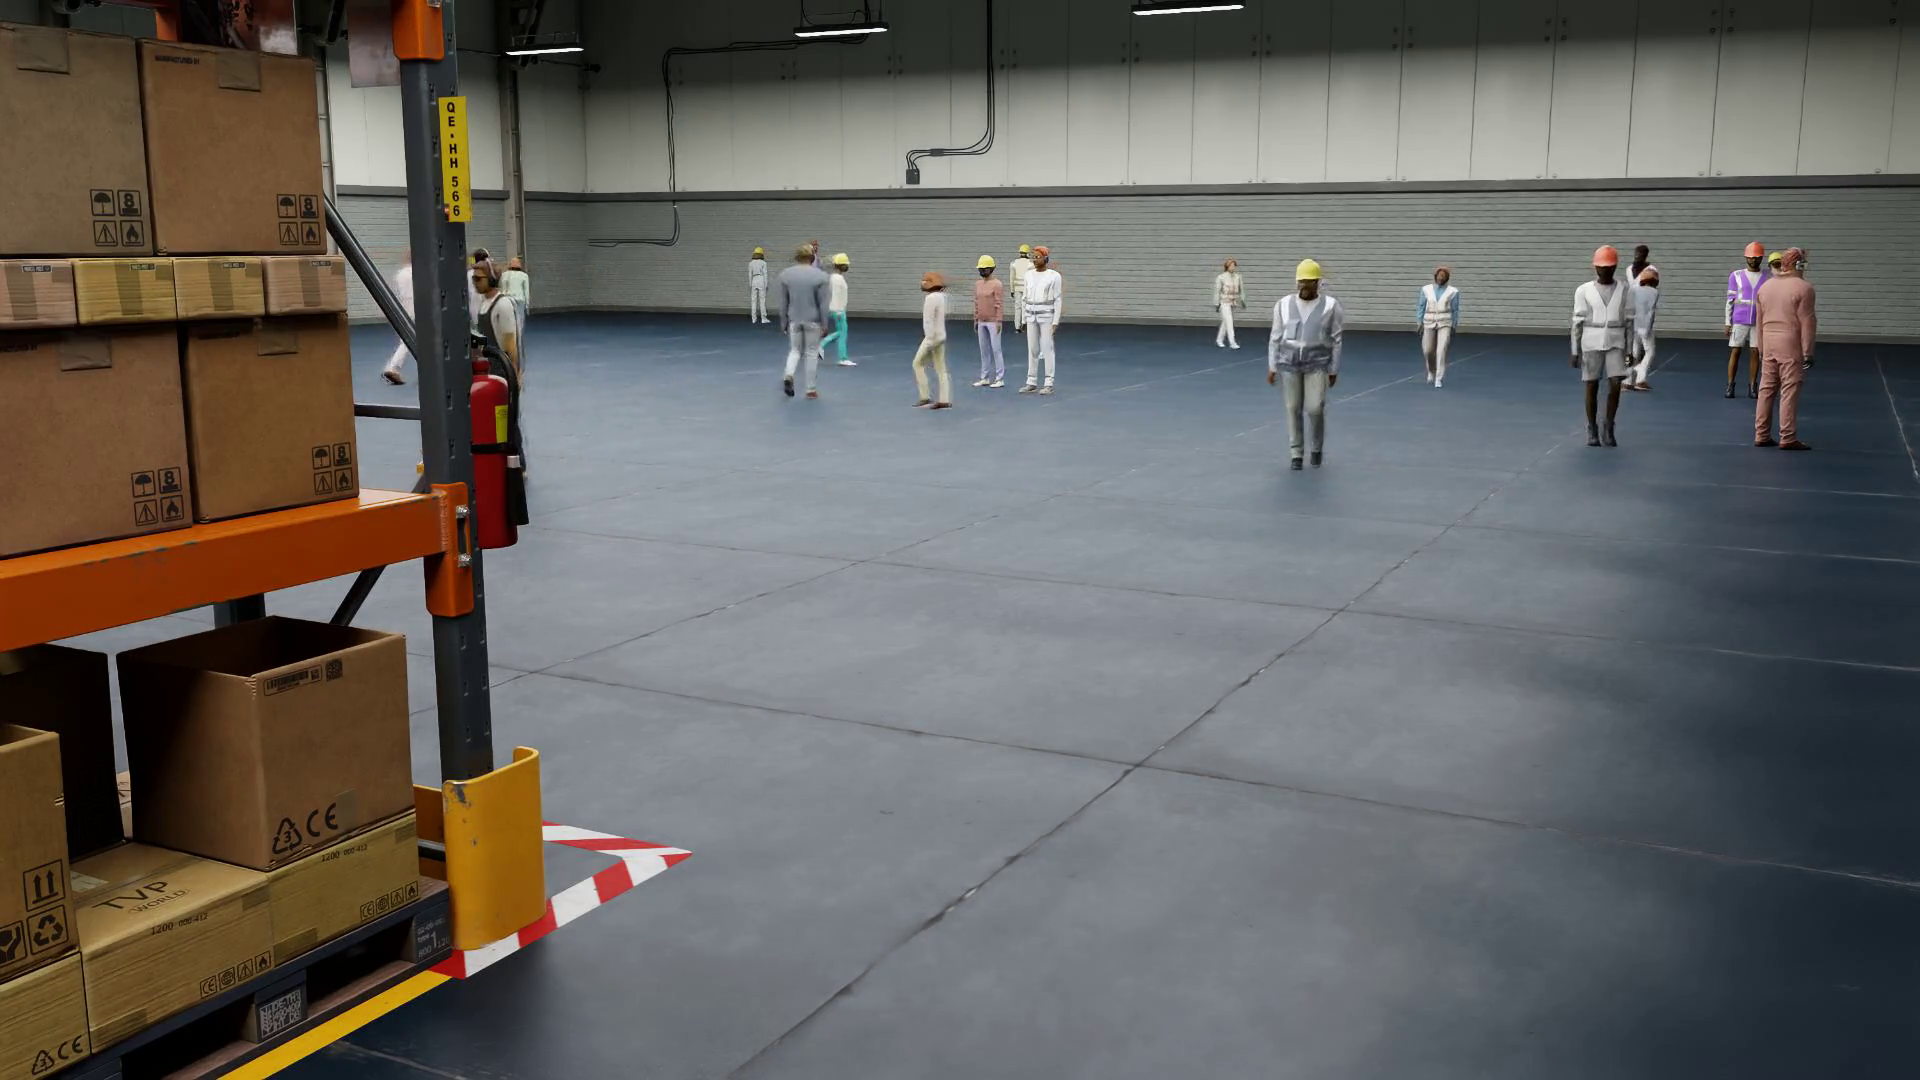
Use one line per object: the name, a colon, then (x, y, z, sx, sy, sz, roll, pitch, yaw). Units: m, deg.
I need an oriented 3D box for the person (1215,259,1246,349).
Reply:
person: (4.828, -4.246, 29.910, 0.514, 1.597, 0.872, -6, 12, -28)

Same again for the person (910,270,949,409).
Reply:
person: (-0.373, -2.320, 19.352, 0.577, 1.609, 0.521, 3, 11, 18)

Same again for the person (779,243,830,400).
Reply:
person: (-1.920, -2.666, 20.401, 0.629, 1.928, 0.535, 3, 11, 16)

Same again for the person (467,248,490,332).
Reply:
person: (-6.379, -2.996, 22.406, 0.533, 1.846, 0.623, 4, 11, 19)

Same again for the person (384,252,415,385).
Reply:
person: (-7.441, -3.042, 22.658, 0.668, 1.859, 0.923, 7, 12, 32)

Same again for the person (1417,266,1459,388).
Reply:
person: (6.418, -2.865, 22.310, 0.524, 1.616, 0.594, 5, 11, 24)

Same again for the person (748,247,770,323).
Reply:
person: (-4.667, -5.921, 38.664, 0.484, 1.736, 0.307, 4, 11, 20)

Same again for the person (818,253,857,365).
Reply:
person: (-1.935, -3.581, 25.879, 0.579, 1.754, 0.532, 0, 10, 0)

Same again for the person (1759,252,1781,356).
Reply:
person: (12.556, -3.559, 25.733, 0.541, 1.764, 0.345, 4, 11, 21)

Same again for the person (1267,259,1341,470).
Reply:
person: (2.958, -1.500, 14.339, 0.597, 1.817, 0.433, 4, 11, 21)

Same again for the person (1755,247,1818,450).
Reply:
person: (7.840, -1.806, 15.756, 0.411, 1.910, 0.643, -4, 11, -20)

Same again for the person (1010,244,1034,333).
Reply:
person: (1.335, -5.189, 34.416, 0.602, 1.828, 0.404, 4, 11, 19)

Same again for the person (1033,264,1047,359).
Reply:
person: (1.311, -3.751, 27.125, 0.392, 1.631, 0.516, 3, 11, 15)

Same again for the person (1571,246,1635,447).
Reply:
person: (6.123, -1.828, 15.839, 0.588, 1.916, 0.639, 3, 11, 16)

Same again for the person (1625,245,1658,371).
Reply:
person: (10.143, -3.441, 24.763, 0.550, 1.868, 0.618, -5, 11, -25)

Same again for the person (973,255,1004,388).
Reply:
person: (0.367, -2.910, 22.196, 0.349, 1.759, 0.522, -9, 14, -41)

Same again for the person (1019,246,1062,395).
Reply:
person: (1.022, -2.798, 21.237, 0.573, 1.883, 0.356, 7, 13, 35)

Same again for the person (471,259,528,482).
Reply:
person: (-3.848, -1.338, 13.426, 0.730, 1.821, 0.550, -7, 12, -32)

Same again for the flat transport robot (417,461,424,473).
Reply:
flat transport robot: (-4.292, -0.777, 14.606, 0.652, 0.197, 1.431, -1, 10, -6)

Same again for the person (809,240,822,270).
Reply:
person: (-3.382, -5.985, 38.533, 0.409, 1.911, 0.651, -5, 11, -24)

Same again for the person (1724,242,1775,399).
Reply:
person: (9.804, -2.720, 20.658, 0.552, 1.937, 0.356, 3, 11, 18)

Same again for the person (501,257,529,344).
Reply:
person: (-8.256, -4.446, 30.918, 0.519, 1.619, 0.499, -5, 11, -25)

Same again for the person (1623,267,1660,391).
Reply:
person: (8.849, -2.737, 21.634, 0.468, 1.604, 0.515, -4, 11, -19)
